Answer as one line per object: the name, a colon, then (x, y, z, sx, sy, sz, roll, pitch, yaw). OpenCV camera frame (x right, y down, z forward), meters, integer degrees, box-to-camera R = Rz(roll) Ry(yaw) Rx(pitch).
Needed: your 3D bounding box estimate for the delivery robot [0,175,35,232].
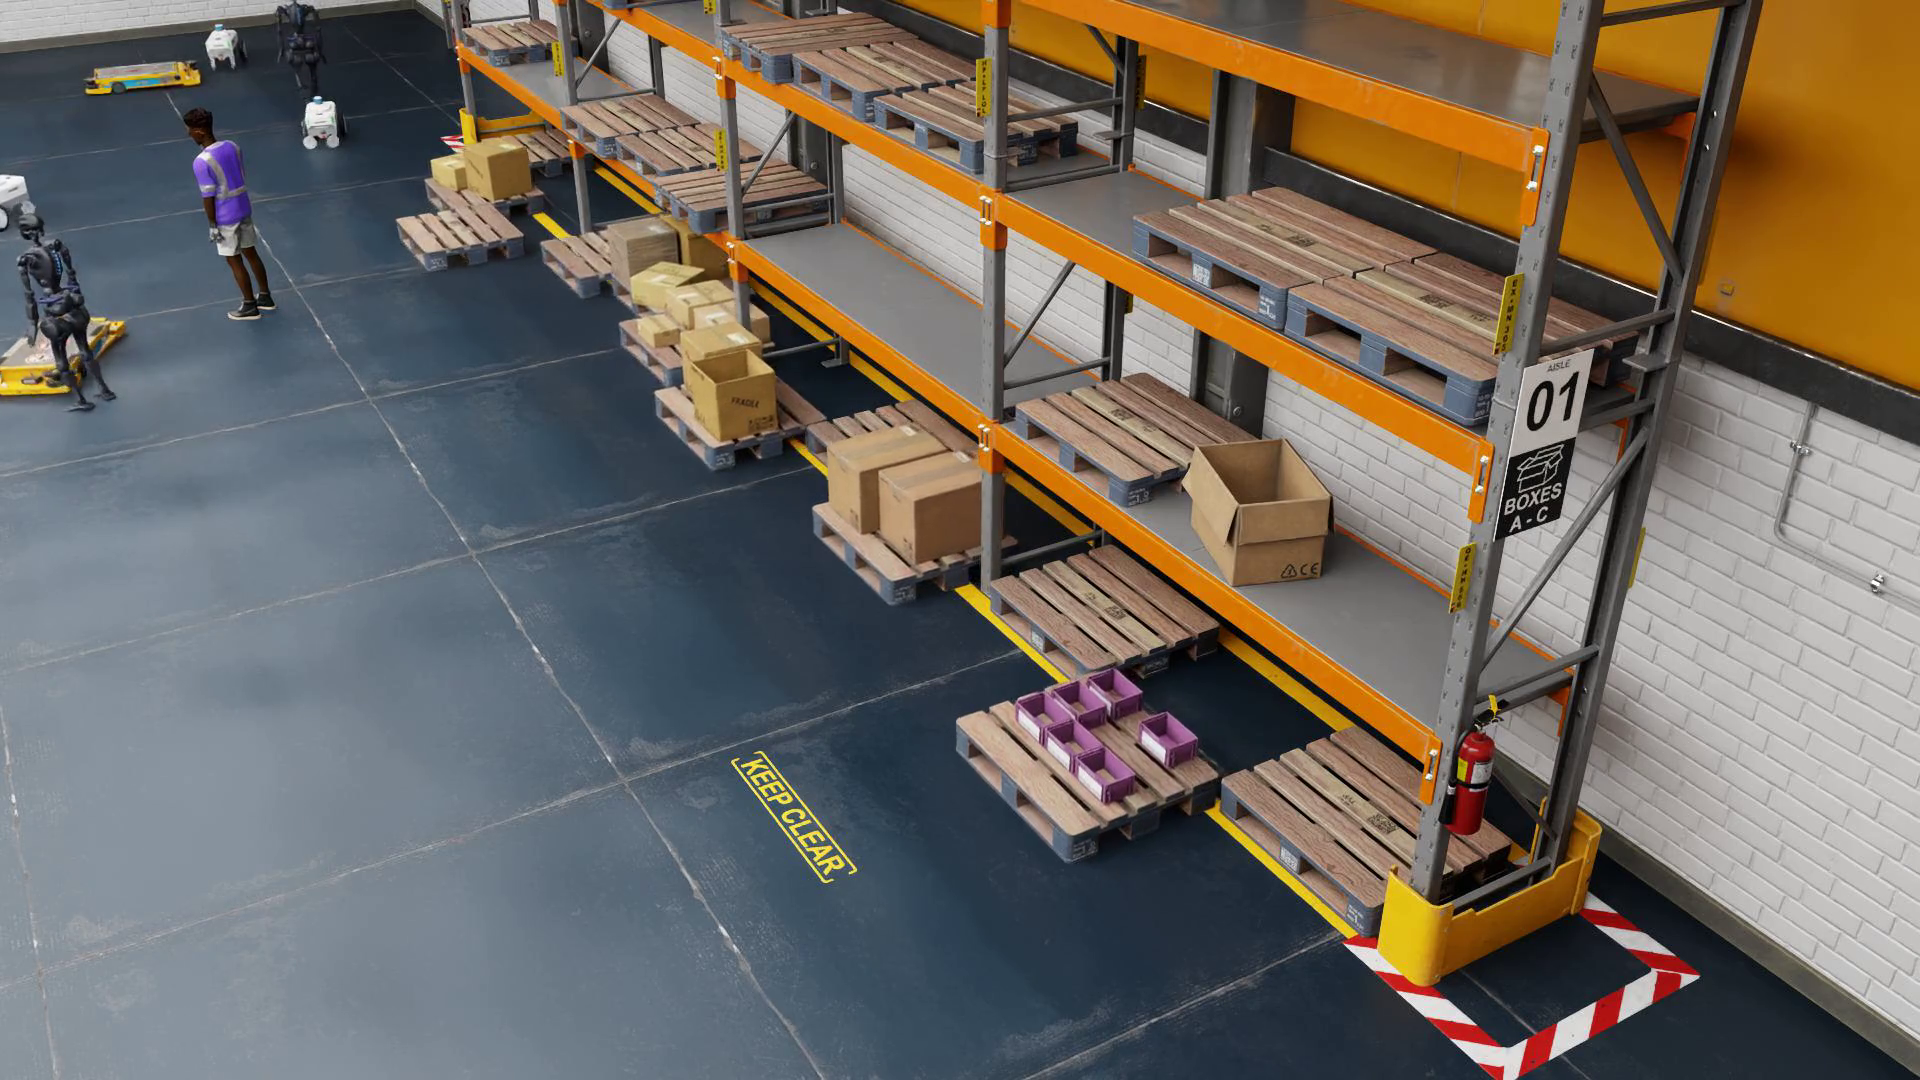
delivery robot: (-10.322, -3.624, 17.747, 0.499, 0.602, 0.795, 7, 30, 12)

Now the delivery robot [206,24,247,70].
delivery robot: (-10.560, -7.079, 23.830, 0.499, 0.586, 0.765, -7, 30, -12)

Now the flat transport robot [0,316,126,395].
flat transport robot: (-7.874, -1.630, 14.509, 0.659, 0.231, 1.431, -3, 30, -5)

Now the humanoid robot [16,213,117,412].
humanoid robot: (-7.292, -1.839, 13.452, 0.336, 1.652, 0.602, 7, 30, 12)

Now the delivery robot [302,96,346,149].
delivery robot: (-7.848, -5.140, 20.429, 0.524, 0.607, 0.778, -9, 31, -16)

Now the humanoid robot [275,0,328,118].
humanoid robot: (-8.479, -6.303, 21.390, 0.609, 1.634, 0.790, -13, 32, -22)

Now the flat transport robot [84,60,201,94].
flat transport robot: (-11.231, -6.350, 22.842, 1.431, 0.231, 0.659, -13, 32, -22)

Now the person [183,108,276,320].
person: (-6.694, -2.968, 15.176, 0.411, 1.949, 0.601, 6, 30, 11)
